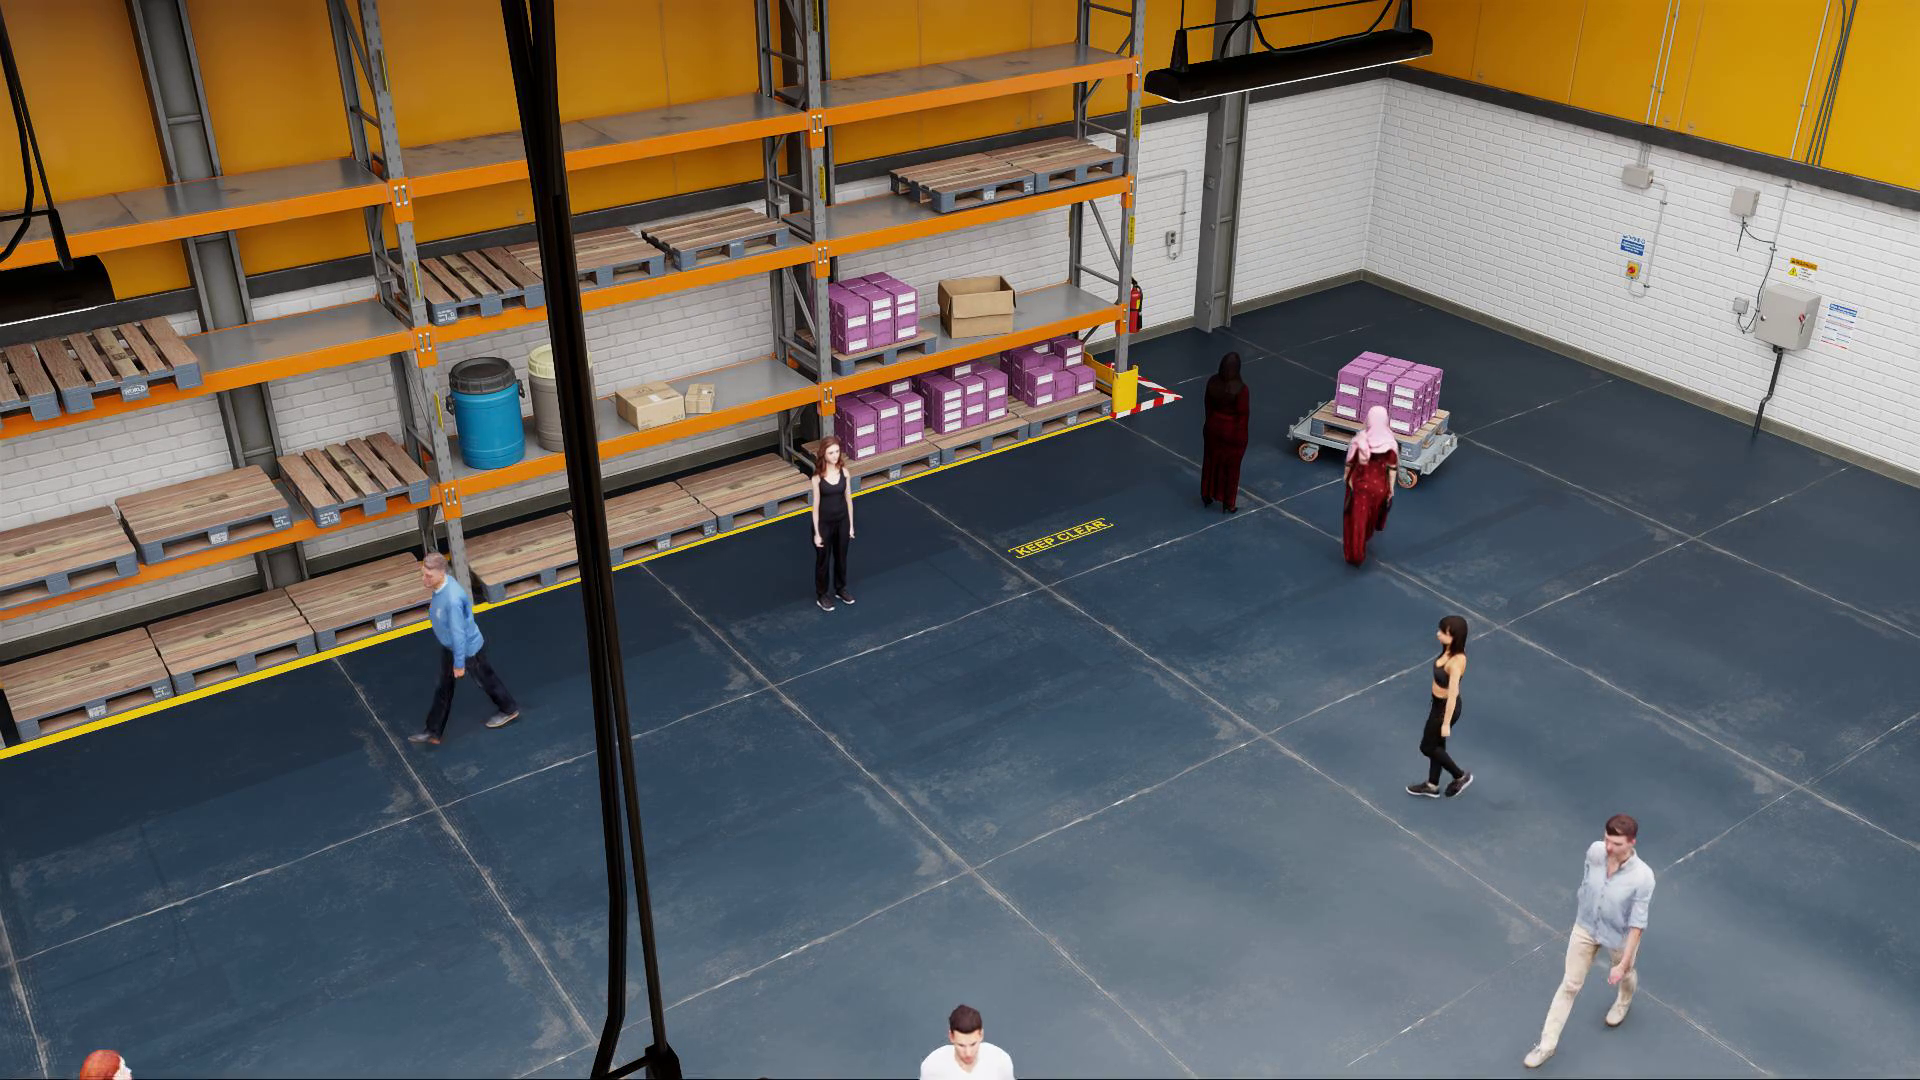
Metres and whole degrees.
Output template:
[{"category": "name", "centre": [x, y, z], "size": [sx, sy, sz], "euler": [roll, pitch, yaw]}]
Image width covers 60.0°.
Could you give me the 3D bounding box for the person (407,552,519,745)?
[{"category": "person", "centre": [-3.969, 0.829, 13.506], "size": [1.212, 1.751, 0.779], "euler": [-23, 36, -35]}]

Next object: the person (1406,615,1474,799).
[{"category": "person", "centre": [3.792, 1.307, 12.748], "size": [0.840, 1.638, 0.778], "euler": [4, 29, 7]}]

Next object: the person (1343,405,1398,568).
[{"category": "person", "centre": [3.951, -0.504, 16.084], "size": [1.082, 1.623, 1.155], "euler": [5, 29, 10]}]

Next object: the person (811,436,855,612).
[{"category": "person", "centre": [-1.200, -0.166, 15.338], "size": [0.467, 1.745, 0.632], "euler": [-15, 32, -26]}]

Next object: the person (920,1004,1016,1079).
[{"category": "person", "centre": [0.031, 3.205, 9.088], "size": [1.187, 1.812, 1.080], "euler": [-5, 29, -8]}]

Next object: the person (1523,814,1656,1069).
[{"category": "person", "centre": [4.132, 2.460, 10.478], "size": [1.300, 1.789, 0.744], "euler": [-24, 37, -37]}]

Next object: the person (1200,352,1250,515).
[{"category": "person", "centre": [2.715, -1.103, 17.042], "size": [0.719, 1.758, 0.683], "euler": [22, 36, 35]}]
